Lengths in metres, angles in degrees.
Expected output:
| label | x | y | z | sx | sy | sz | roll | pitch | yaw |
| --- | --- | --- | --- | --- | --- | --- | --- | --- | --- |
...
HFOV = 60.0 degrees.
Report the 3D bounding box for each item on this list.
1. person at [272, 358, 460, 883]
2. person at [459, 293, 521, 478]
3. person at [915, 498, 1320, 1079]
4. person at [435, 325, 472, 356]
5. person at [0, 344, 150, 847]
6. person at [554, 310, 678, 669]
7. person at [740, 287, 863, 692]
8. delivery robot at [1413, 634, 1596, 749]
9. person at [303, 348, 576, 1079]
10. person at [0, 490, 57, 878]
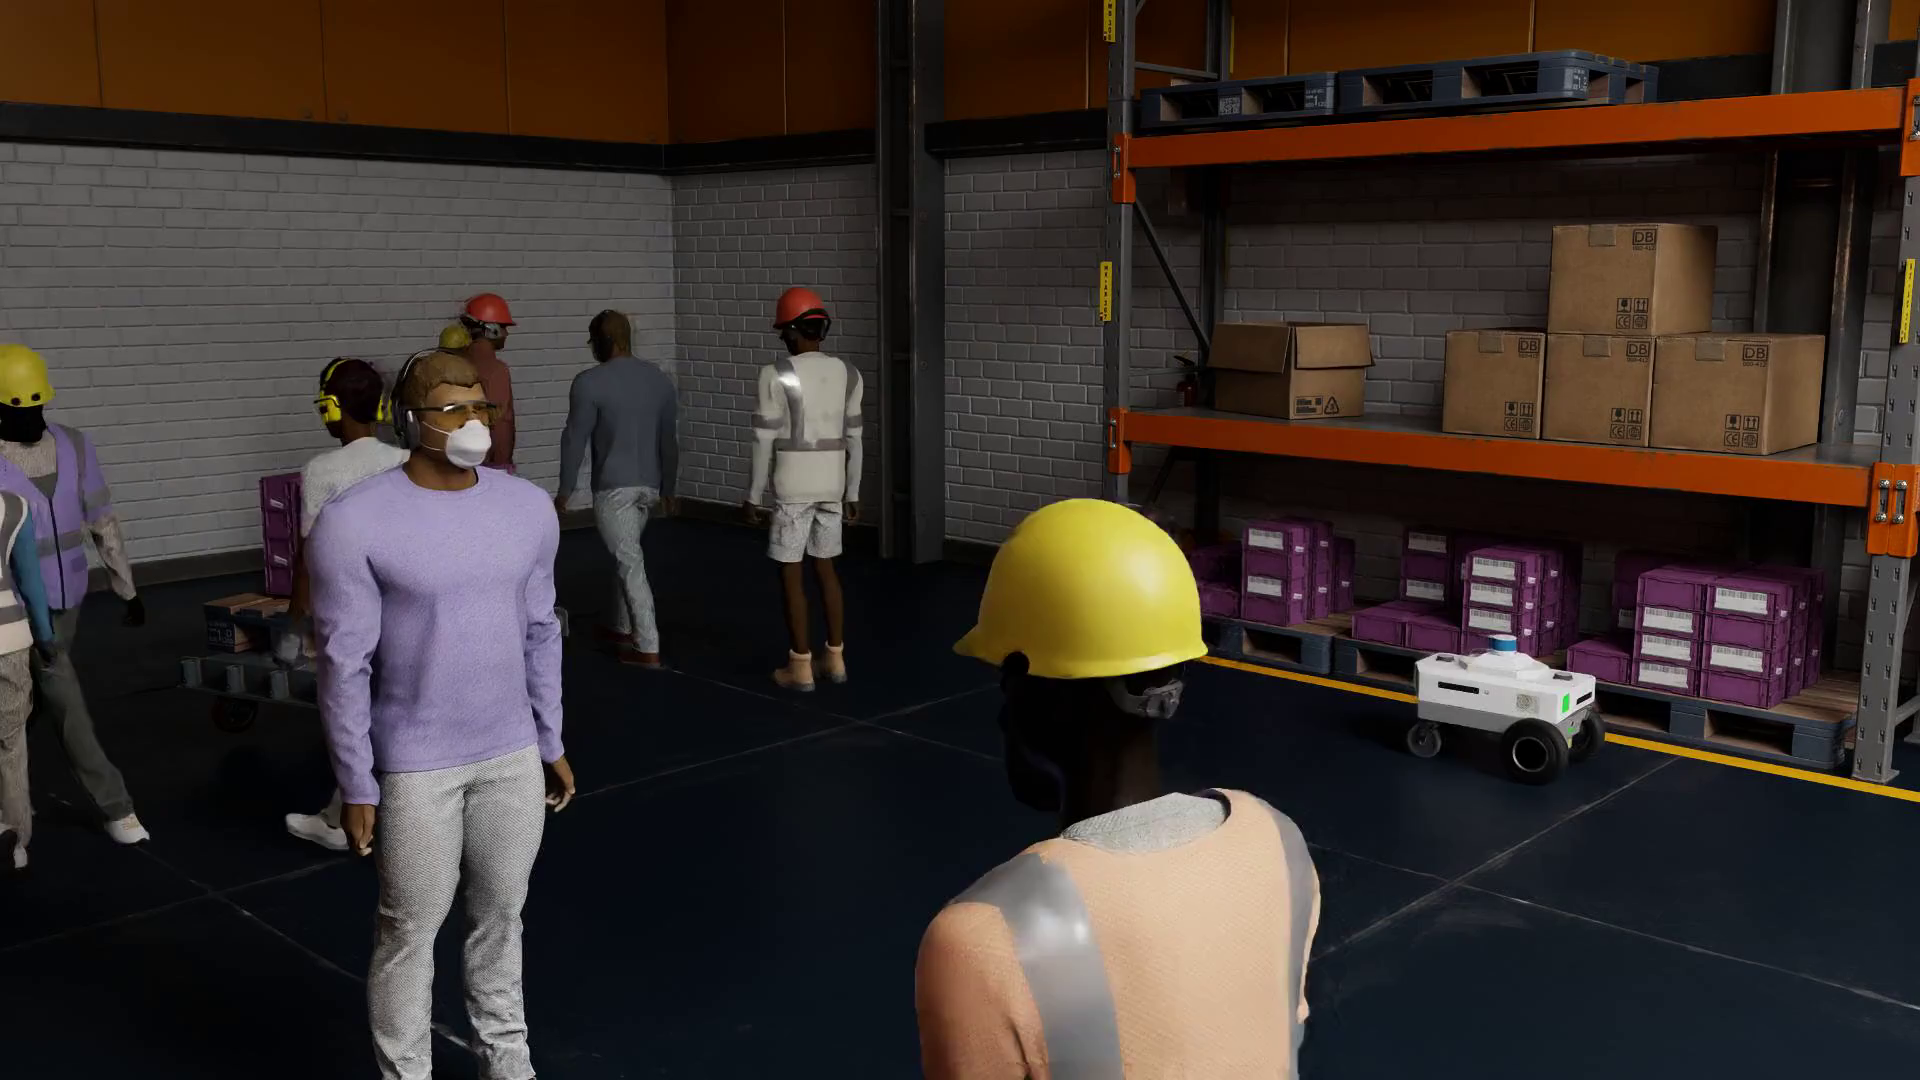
| label | x | y | z | sx | sy | sz | roll | pitch | yaw |
| --- | --- | --- | --- | --- | --- | --- | --- | --- | --- |
| person | -2.063 | 0.281 | 5.796 | 0.918 | 1.814 | 0.500 | 4 | 10 | 23 |
| person | -2.721 | -0.434 | 9.650 | 0.443 | 1.974 | 0.633 | -9 | 13 | -44 |
| person | 0.158 | 0.885 | 1.888 | 0.606 | 1.871 | 1.018 | -8 | 12 | -40 |
| person | -3.403 | -0.589 | 11.330 | 0.483 | 1.745 | 0.300 | 4 | 10 | 23 |
| person | -3.458 | 0.197 | 6.183 | 0.949 | 1.864 | 0.671 | 4 | 10 | 22 |
| person | -1.891 | -0.275 | 8.957 | 0.865 | 1.898 | 0.620 | 7 | 11 | 36 |
| person | -0.778 | -0.250 | 8.393 | 0.626 | 2.024 | 0.438 | -8 | 12 | -41 |
| delivery robot | 2.311 | 0.647 | 7.101 | 0.707 | 0.478 | 0.477 | 8 | 12 | 40 |
| person | -1.189 | 0.522 | 3.926 | 0.372 | 1.940 | 0.629 | 8 | 12 | 41 |
| person | -3.353 | 0.393 | 5.679 | 0.481 | 1.622 | 0.545 | 8 | 12 | 40 |
